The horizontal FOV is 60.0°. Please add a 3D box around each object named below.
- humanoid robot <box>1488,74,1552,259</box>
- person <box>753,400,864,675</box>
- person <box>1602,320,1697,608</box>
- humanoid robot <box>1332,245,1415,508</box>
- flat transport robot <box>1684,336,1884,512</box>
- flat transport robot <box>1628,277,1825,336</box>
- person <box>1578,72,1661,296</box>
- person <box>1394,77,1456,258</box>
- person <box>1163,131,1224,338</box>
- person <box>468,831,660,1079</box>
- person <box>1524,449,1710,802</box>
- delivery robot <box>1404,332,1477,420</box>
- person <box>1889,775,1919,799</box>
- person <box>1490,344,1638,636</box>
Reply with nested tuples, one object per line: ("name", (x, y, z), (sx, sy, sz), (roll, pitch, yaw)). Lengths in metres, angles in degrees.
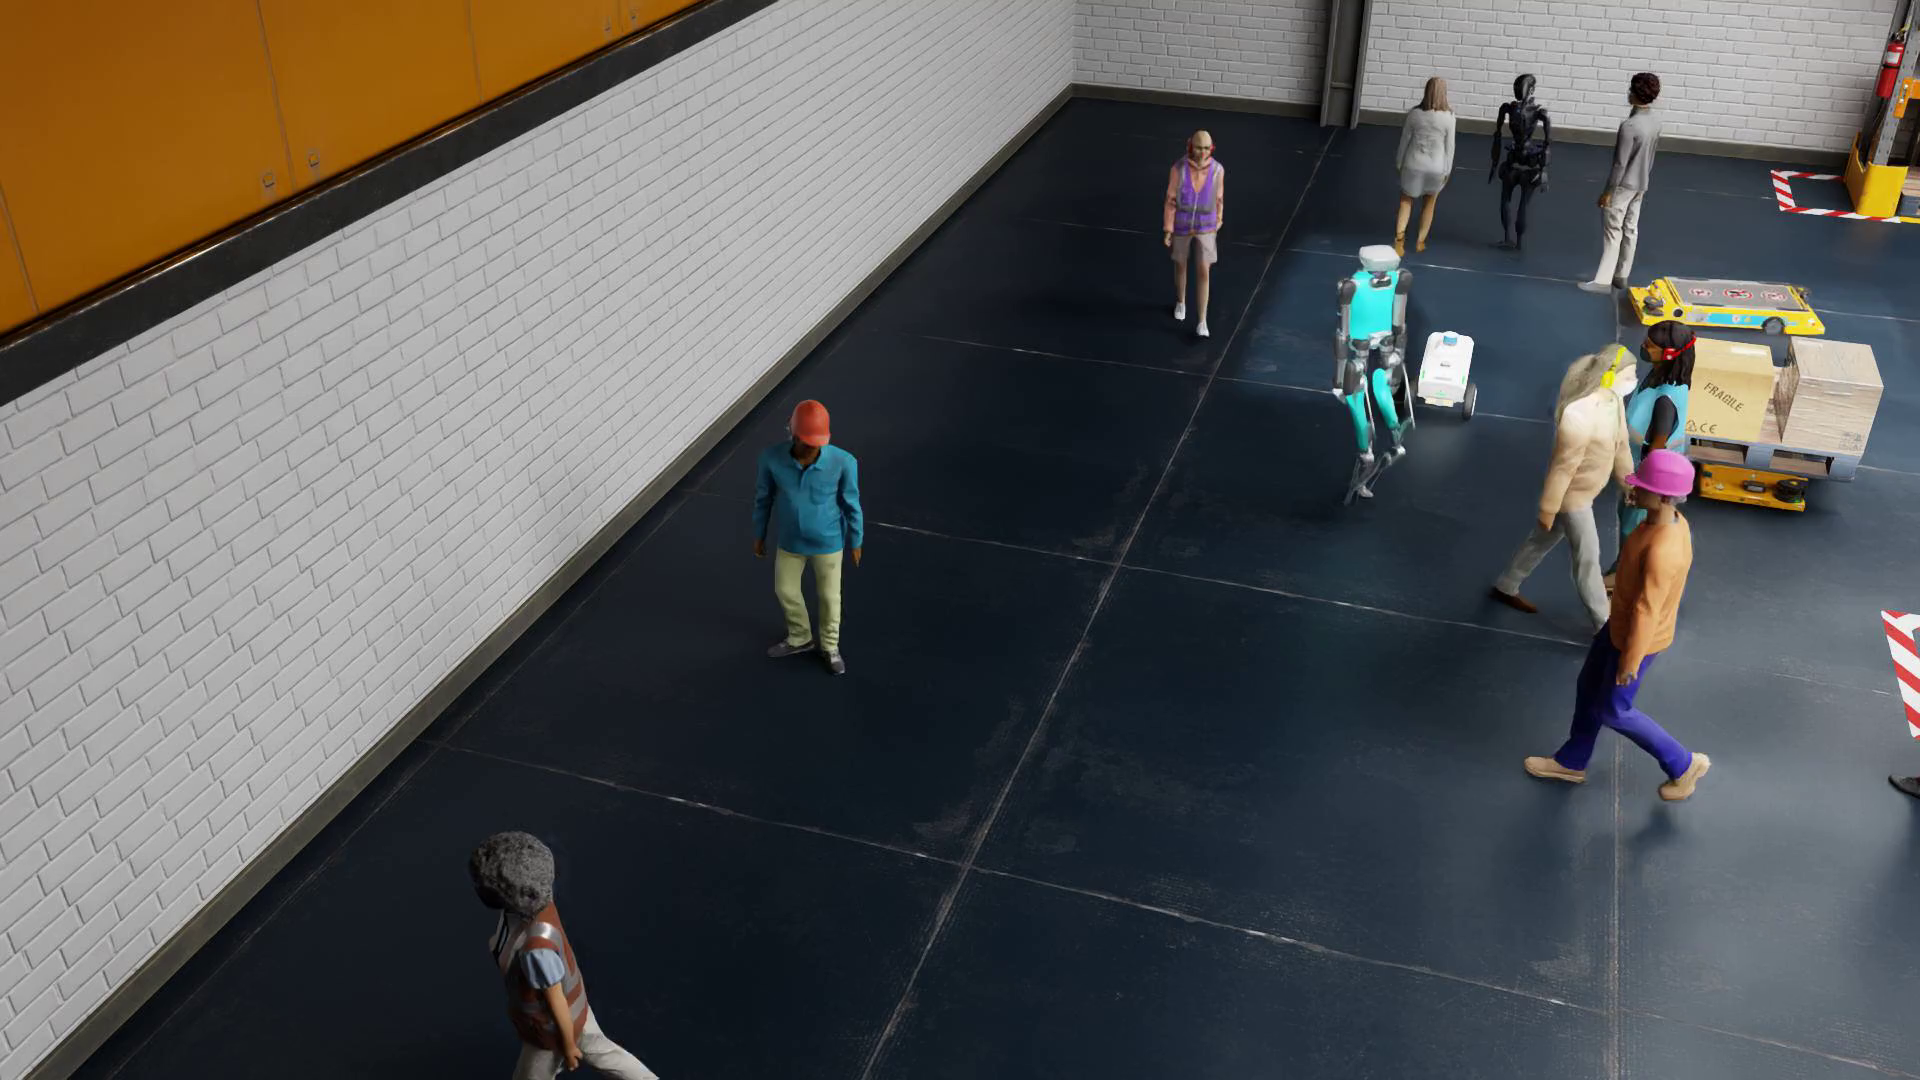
("humanoid robot", (5.085, -3.382, 15.007), (0.430, 1.631, 0.611), (-24, 38, -35))
("person", (-0.844, -0.012, 9.199), (0.611, 1.730, 0.412), (4, 31, 7))
("person", (4.022, -0.419, 9.776), (0.390, 1.860, 0.508), (8, 31, 13))
("humanoid robot", (2.749, -0.980, 10.871), (0.544, 1.814, 0.714), (-10, 32, -17))
("flat transport robot", (5.544, -0.640, 11.714), (0.659, 0.231, 1.431), (10, 32, 16))
("flat transport robot", (6.428, -1.966, 13.970), (1.431, 0.231, 0.659), (5, 31, 8))
("person", (5.679, -3.007, 14.137), (0.546, 1.895, 0.375), (-19, 36, -30))
("person", (4.148, -3.314, 14.905), (0.502, 1.643, 0.643), (10, 32, 16))
("person", (1.882, -2.472, 13.467), (0.480, 1.654, 0.859), (3, 31, 6))
("person", (-1.515, 1.752, 6.282), (0.858, 1.647, 0.455), (-10, 32, -17))
("person", (3.375, 0.458, 8.180), (0.781, 1.958, 0.514), (9, 32, 14))
("delivery robot", (3.650, -1.285, 12.501), (0.499, 0.566, 0.739), (10, 32, 16))
("person", (5.055, 0.533, 8.245), (0.523, 1.763, 0.326), (-11, 32, -18))
("person", (3.619, -0.268, 9.549), (0.979, 1.822, 0.566), (20, 36, 30))
